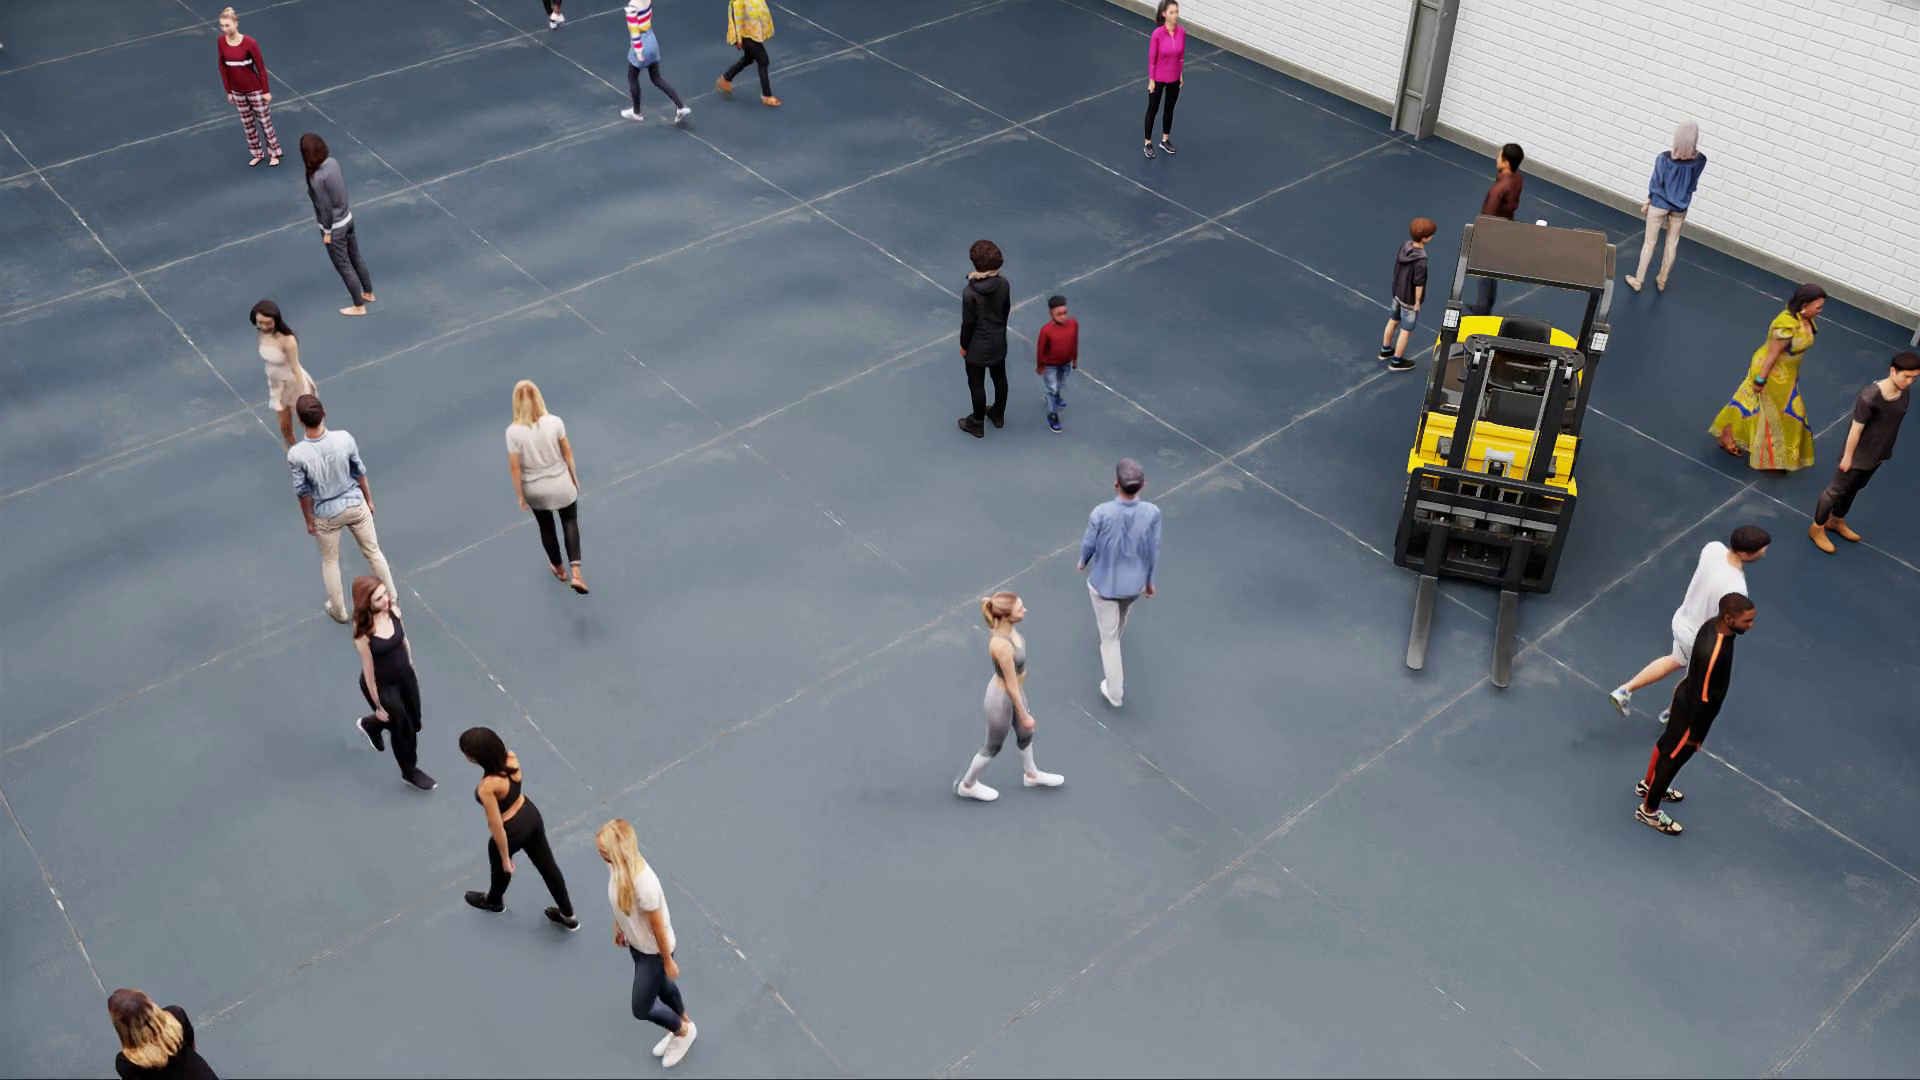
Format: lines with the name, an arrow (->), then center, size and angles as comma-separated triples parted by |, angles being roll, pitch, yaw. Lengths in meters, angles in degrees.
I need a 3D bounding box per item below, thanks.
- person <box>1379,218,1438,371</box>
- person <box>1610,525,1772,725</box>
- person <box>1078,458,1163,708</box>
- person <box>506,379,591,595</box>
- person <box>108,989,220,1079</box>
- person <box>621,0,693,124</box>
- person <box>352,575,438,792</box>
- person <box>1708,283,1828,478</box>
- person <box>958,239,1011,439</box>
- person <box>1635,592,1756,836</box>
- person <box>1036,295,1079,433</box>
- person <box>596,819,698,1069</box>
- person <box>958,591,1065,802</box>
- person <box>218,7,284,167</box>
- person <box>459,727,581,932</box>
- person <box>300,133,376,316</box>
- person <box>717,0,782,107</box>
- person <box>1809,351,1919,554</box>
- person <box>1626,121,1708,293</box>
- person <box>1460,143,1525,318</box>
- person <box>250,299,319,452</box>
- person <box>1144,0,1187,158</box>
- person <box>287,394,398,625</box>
person -> 3.933, -2.173, 14.608 | 0.663, 1.447, 0.560 | -11, 40, -14
person -> 4.741, 0.601, 10.839 | 1.092, 1.816, 1.070 | -5, 39, -7
person -> 1.070, 0.323, 11.170 | 1.027, 1.839, 1.232 | -6, 39, -8
person -> -2.948, -0.325, 12.001 | 0.801, 1.814, 0.999 | -13, 40, -16
person -> -3.785, 2.799, 8.240 | 1.128, 1.625, 0.776 | 22, 43, 25
person -> -3.419, -5.447, 18.443 | 1.205, 1.777, 0.965 | 17, 41, 20
person -> -3.709, 0.881, 10.564 | 0.962, 1.723, 0.787 | 17, 42, 20
person -> 6.493, -1.370, 13.465 | 1.167, 1.629, 0.883 | 29, 47, 31
person -> 0.211, -1.652, 13.690 | 0.645, 1.779, 0.613 | -23, 44, -26
person -> 4.536, 1.033, 10.305 | 0.693, 1.808, 0.703 | 16, 41, 19
person -> 0.798, -1.548, 13.994 | 0.632, 1.237, 0.784 | -17, 42, -20
person -> -1.592, 2.117, 8.959 | 0.704, 1.793, 0.545 | -26, 45, -29
person -> 0.218, 1.016, 10.425 | 0.979, 1.685, 0.921 | 2, 39, 3
person -> -7.588, -4.814, 17.716 | 0.667, 1.697, 0.710 | 1, 39, 1
person -> -2.498, 1.713, 9.612 | 1.053, 1.610, 0.854 | 17, 41, 20
person -> -5.720, -2.912, 15.275 | 0.729, 1.770, 0.680 | 4, 39, 6
person -> -2.460, -5.737, 18.933 | 1.167, 1.619, 1.066 | 7, 39, 8
person -> 6.830, -0.705, 12.558 | 0.668, 1.712, 0.623 | -17, 42, -20
person -> 6.652, -3.128, 15.608 | 0.708, 1.703, 0.757 | 1, 39, 1
person -> 4.862, -2.753, 15.069 | 0.603, 1.780, 0.693 | 27, 46, 30
person -> -5.287, -1.233, 13.232 | 0.771, 1.696, 0.819 | 23, 44, 26
person -> 2.205, -4.990, 17.945 | 0.649, 1.696, 0.659 | -15, 41, -18
person -> -4.423, -0.210, 11.835 | 0.719, 1.840, 0.629 | -20, 43, -24
